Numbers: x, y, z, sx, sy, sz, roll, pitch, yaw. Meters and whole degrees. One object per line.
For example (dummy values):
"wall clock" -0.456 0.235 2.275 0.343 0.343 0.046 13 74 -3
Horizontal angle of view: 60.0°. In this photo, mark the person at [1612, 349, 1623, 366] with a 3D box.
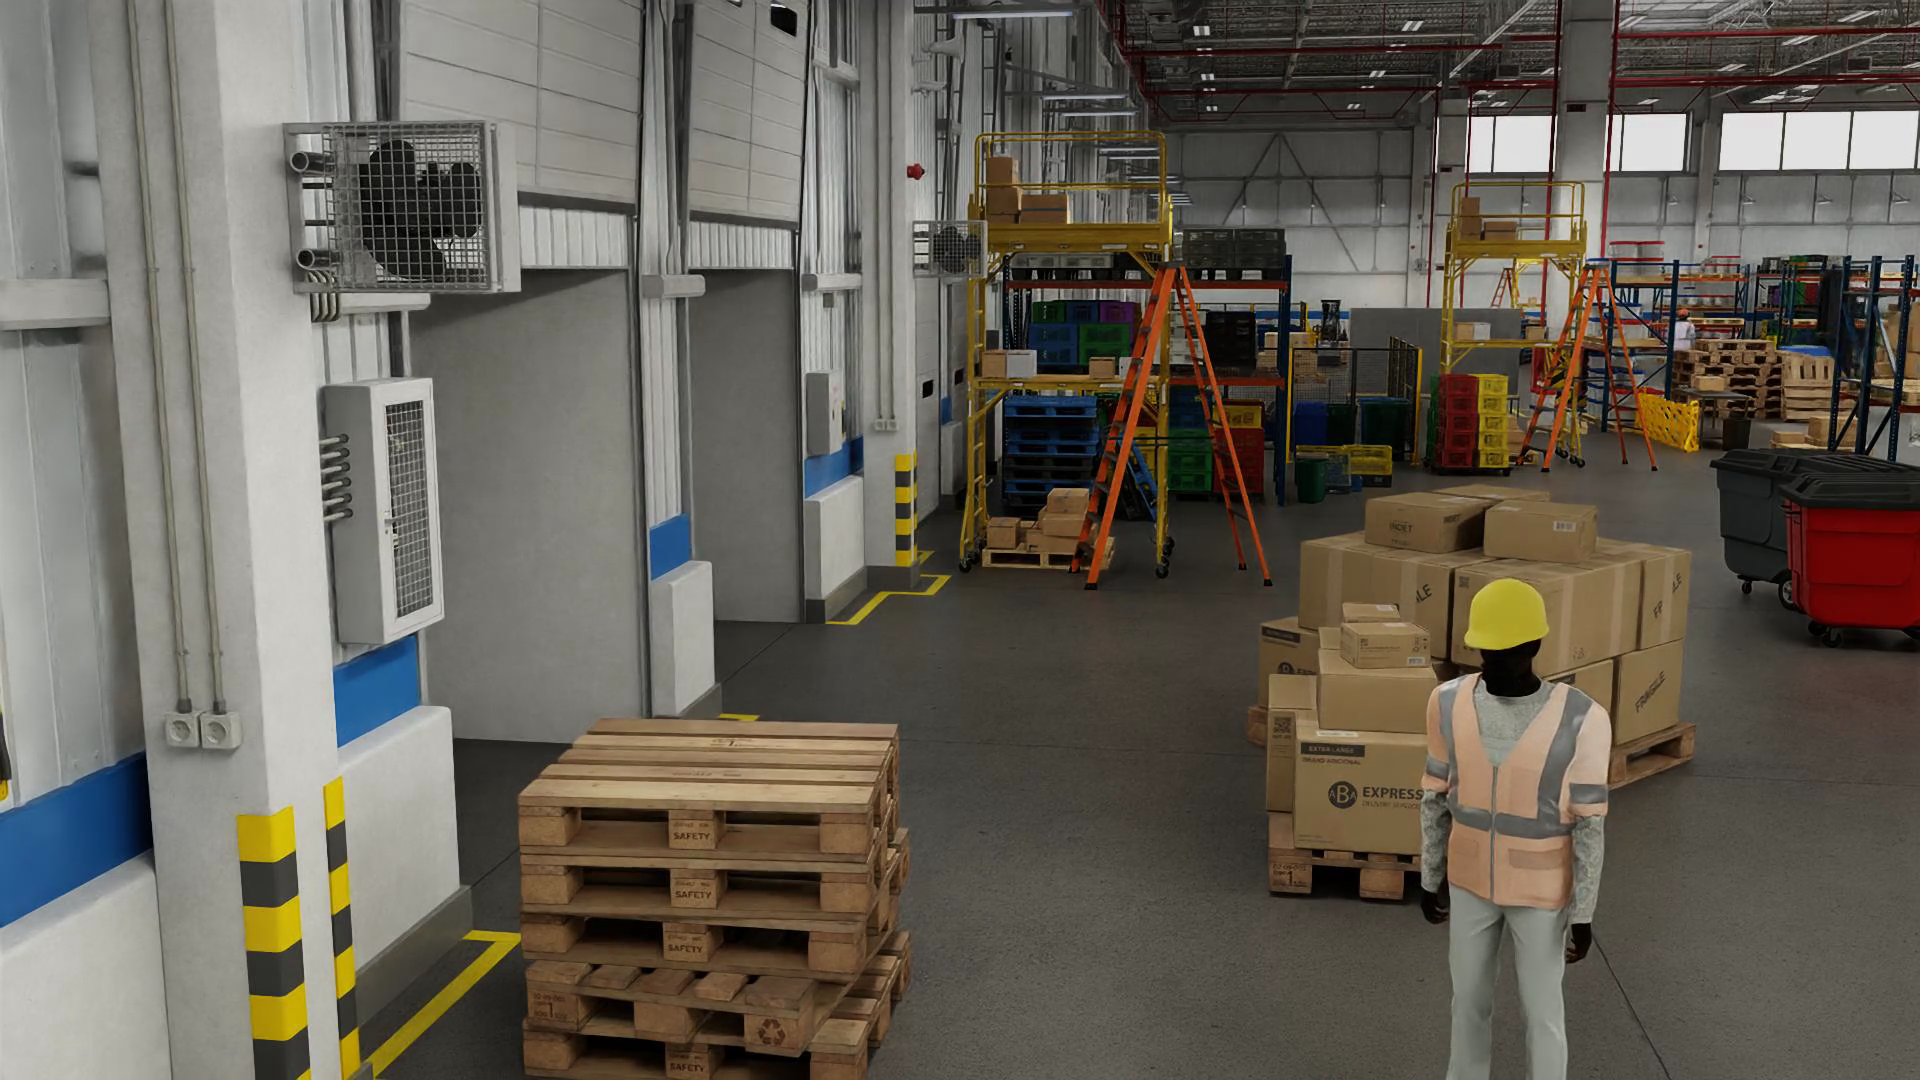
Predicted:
"person" 18.845 -5.797 47.447 0.454 1.928 0.656 4 10 24

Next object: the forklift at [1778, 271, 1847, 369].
"forklift" 20.019 -4.798 38.359 1.873 2.768 1.129 1 9 9

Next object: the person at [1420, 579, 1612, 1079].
"person" 1.694 1.062 5.182 0.586 1.918 0.398 8 12 39

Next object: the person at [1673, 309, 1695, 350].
"person" 17.841 -4.741 41.075 0.567 1.888 0.988 7 11 36

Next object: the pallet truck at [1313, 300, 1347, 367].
"pallet truck" 11.159 -6.200 49.718 0.823 1.965 1.885 4 10 26

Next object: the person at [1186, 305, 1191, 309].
"person" 6.154 -5.358 44.747 0.543 1.930 0.389 -6 11 -32

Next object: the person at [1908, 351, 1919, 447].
"person" 15.609 -2.367 26.889 0.320 1.738 0.485 9 13 43

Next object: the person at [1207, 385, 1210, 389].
"person" 5.157 -3.651 35.137 0.312 1.632 0.519 -5 11 -29
